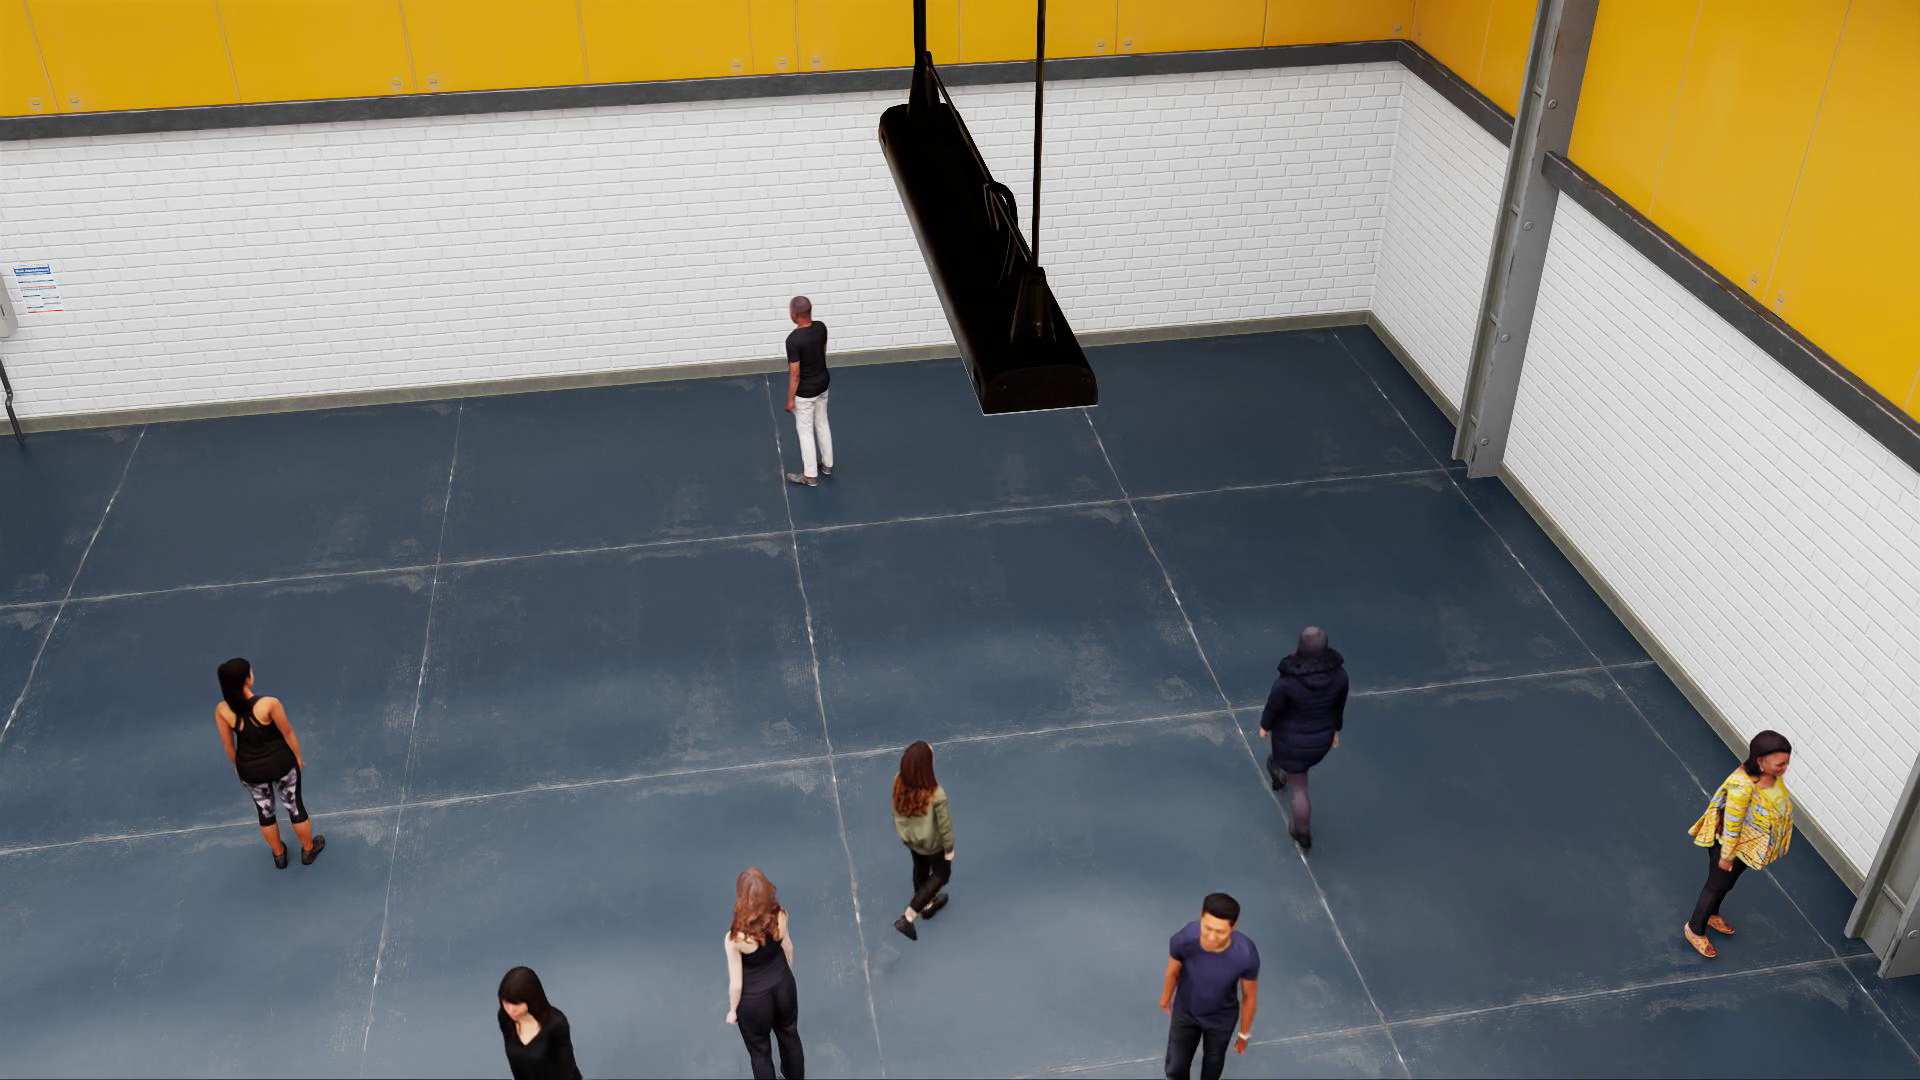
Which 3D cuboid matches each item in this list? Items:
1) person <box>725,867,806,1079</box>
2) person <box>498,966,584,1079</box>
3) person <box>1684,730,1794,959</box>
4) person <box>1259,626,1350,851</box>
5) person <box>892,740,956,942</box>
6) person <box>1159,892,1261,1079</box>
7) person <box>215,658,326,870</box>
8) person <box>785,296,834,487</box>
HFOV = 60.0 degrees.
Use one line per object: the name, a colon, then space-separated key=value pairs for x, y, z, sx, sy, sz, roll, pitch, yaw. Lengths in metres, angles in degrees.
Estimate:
person: x=-1.061 y=2.464 z=9.045 sx=0.664 sy=1.746 sz=0.670 roll=-26 pitch=41 yaw=-33
person: x=-2.119 y=2.767 z=8.699 sx=0.771 sy=1.625 sz=1.059 roll=5 pitch=34 yaw=7
person: x=4.724 y=1.816 z=10.102 sx=0.931 sy=1.655 sz=0.879 roll=29 pitch=43 yaw=36
person: x=2.267 y=1.327 z=10.857 sx=0.730 sy=1.635 sz=1.040 roll=-8 pitch=35 yaw=-13
person: x=-0.256 y=1.863 z=10.200 sx=0.852 sy=1.469 sz=0.898 roll=24 pitch=41 yaw=32
person: x=1.355 y=2.486 z=8.986 sx=0.836 sy=1.775 sz=0.877 roll=10 pitch=35 yaw=15
person: x=-4.456 y=1.428 z=10.672 sx=0.570 sy=1.671 sz=0.491 roll=-5 pitch=34 yaw=-8
person: x=-1.329 y=-1.326 z=14.695 sx=0.819 sy=1.804 sz=0.755 roll=20 pitch=39 yaw=28
